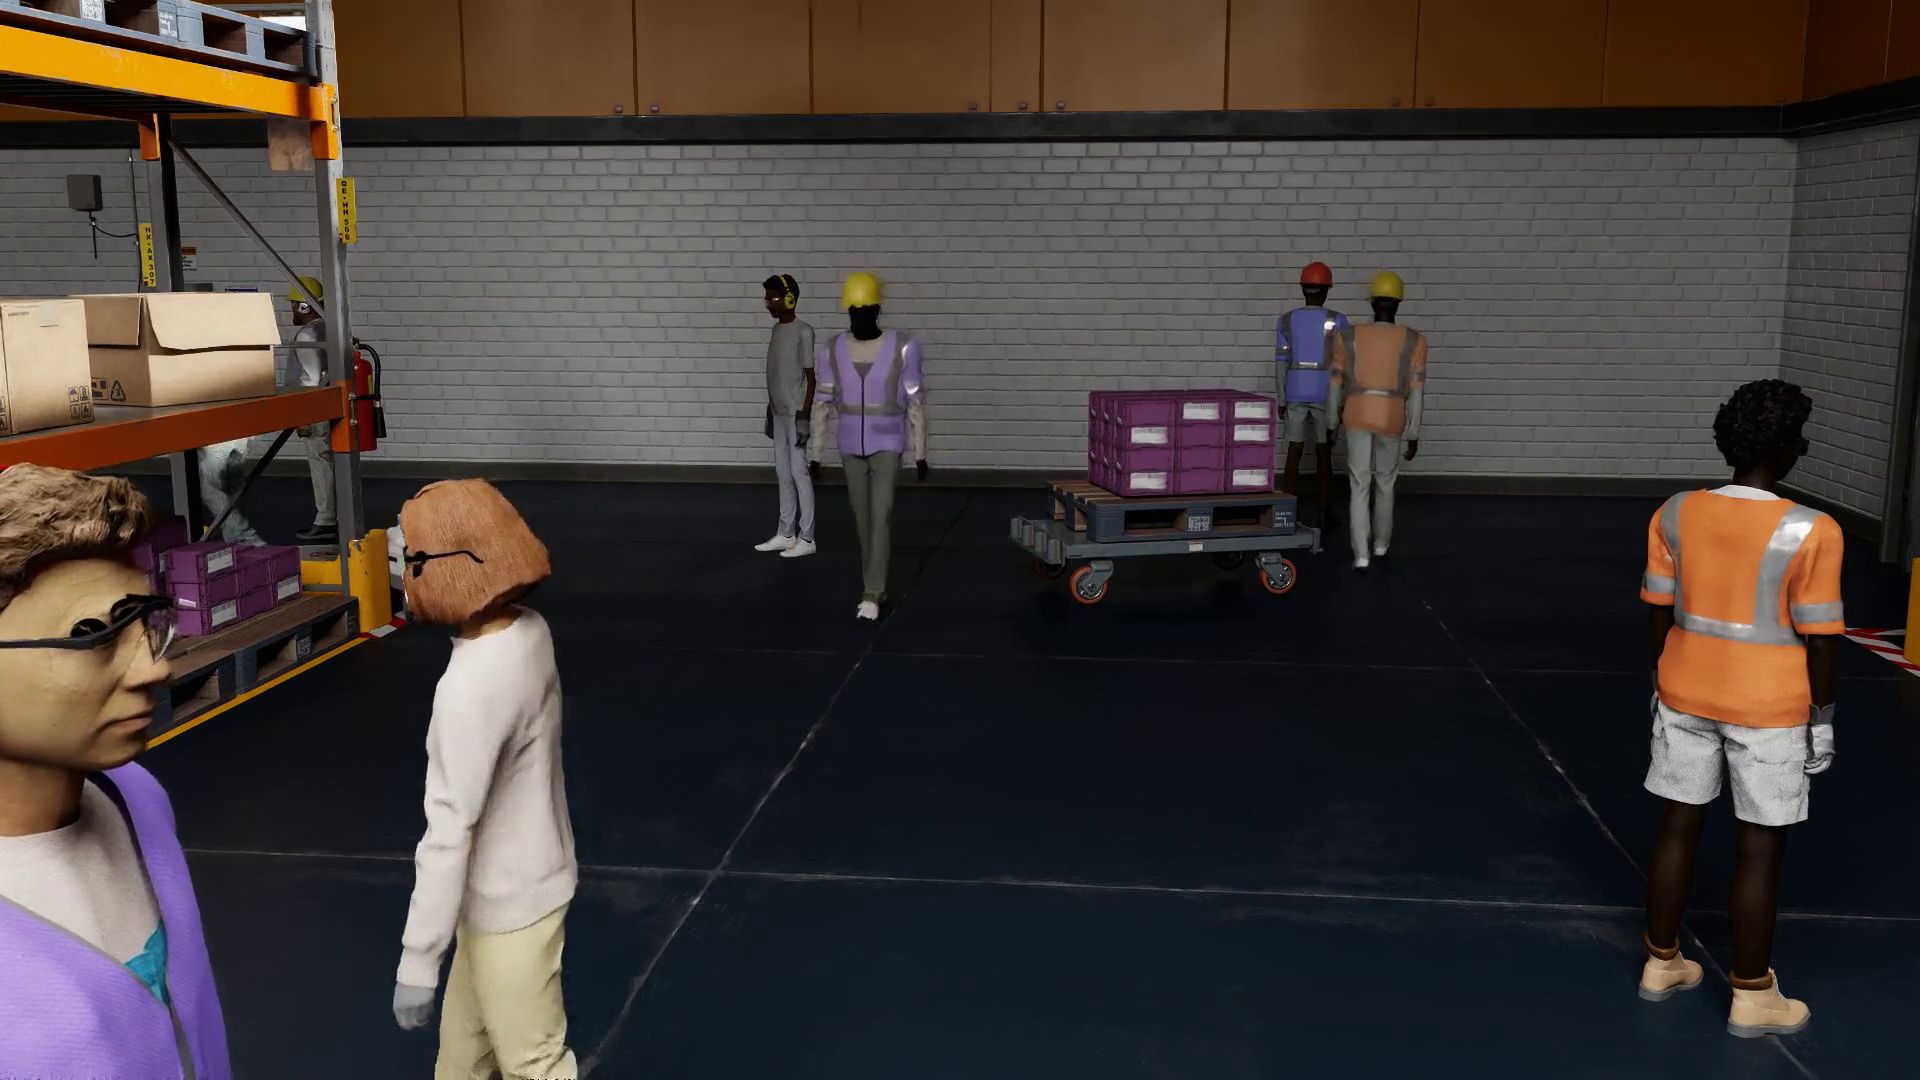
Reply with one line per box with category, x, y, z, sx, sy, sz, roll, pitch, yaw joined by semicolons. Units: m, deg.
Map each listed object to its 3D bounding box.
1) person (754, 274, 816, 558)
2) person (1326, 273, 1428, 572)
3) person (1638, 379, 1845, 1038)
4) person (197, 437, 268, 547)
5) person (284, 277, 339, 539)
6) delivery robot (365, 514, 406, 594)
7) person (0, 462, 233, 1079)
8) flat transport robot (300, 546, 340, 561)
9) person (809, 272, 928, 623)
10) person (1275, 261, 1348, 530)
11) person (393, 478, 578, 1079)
person;-1.142;-0.816;11.001;0.328;1.861;0.521;-7;12;-35
person;2.644;-0.753;10.598;0.606;1.877;0.993;2;10;13
person;2.023;0.431;4.325;0.315;1.696;0.541;-6;12;-32
person;-4.648;-0.665;10.546;0.564;1.719;0.549;4;11;21
person;-4.531;-0.926;11.703;0.403;1.834;0.588;0;10;-2
delivery robot;-3.069;0.093;9.260;0.477;0.478;0.707;-9;13;-43
person;-0.851;0.844;1.537;0.391;1.846;0.564;-1;10;-6
flat transport robot;-3.667;0.169;9.909;1.431;0.197;0.652;-3;10;-14
person;-0.534;-0.491;9.042;0.625;1.889;0.880;3;10;16
person;2.559;-1.042;12.074;0.542;1.937;0.360;5;11;29
person;-0.945;0.688;3.084;0.688;1.602;0.526;-1;10;-4
